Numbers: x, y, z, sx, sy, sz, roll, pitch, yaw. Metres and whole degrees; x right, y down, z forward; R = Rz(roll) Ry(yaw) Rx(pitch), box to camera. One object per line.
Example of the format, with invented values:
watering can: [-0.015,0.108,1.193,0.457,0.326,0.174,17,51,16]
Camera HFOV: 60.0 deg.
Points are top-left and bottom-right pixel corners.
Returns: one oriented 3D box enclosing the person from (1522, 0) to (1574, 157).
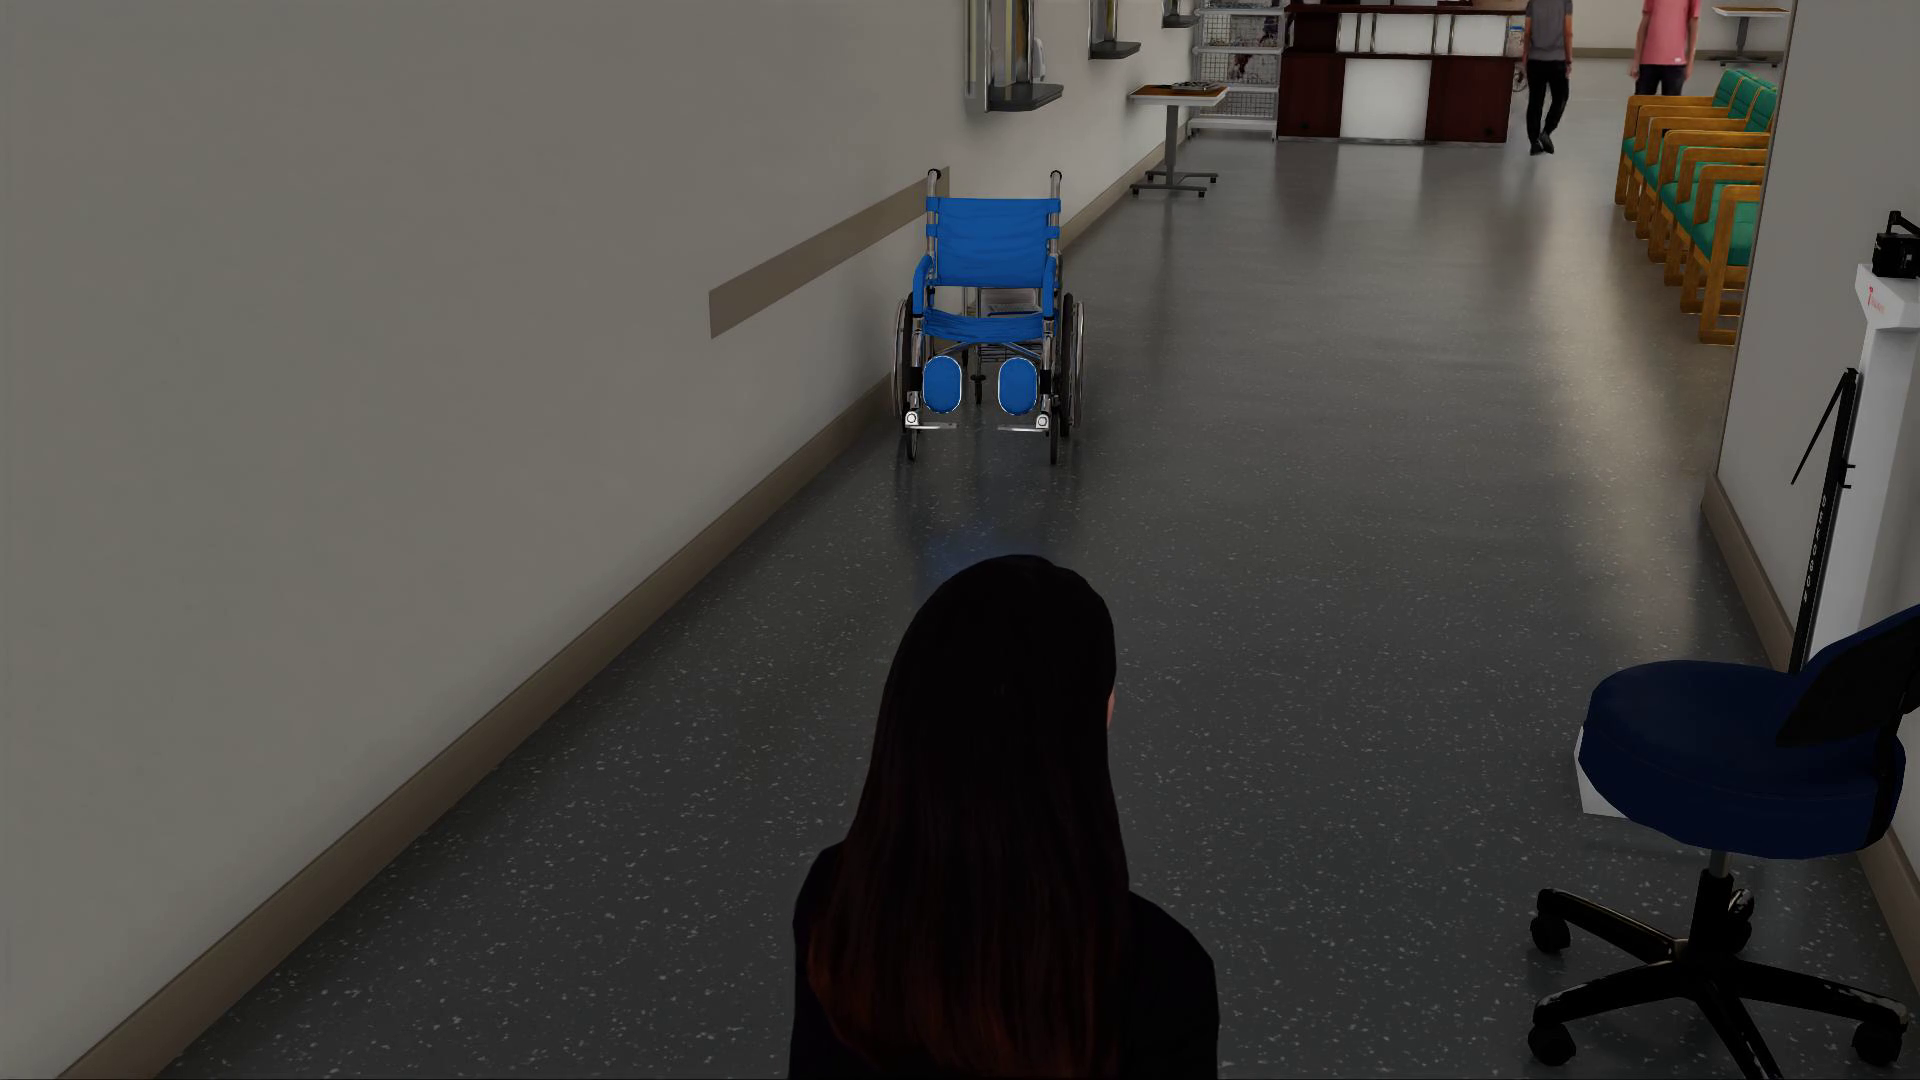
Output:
person: [5.546,-4.532,15.806,0.752,1.739,0.835,16,26,35]

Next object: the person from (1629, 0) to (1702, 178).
person: [6.121,-4.157,14.503,0.636,1.959,0.772,13,24,31]

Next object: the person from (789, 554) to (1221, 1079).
person: [0.044,0.830,1.648,0.502,1.740,0.704,9,22,22]

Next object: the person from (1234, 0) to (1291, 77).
person: [4.207,-7.091,22.641,1.112,1.683,0.743,1,21,2]

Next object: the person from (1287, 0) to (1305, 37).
person: [6.379,-10.250,30.956,0.951,1.701,0.736,8,22,21]
